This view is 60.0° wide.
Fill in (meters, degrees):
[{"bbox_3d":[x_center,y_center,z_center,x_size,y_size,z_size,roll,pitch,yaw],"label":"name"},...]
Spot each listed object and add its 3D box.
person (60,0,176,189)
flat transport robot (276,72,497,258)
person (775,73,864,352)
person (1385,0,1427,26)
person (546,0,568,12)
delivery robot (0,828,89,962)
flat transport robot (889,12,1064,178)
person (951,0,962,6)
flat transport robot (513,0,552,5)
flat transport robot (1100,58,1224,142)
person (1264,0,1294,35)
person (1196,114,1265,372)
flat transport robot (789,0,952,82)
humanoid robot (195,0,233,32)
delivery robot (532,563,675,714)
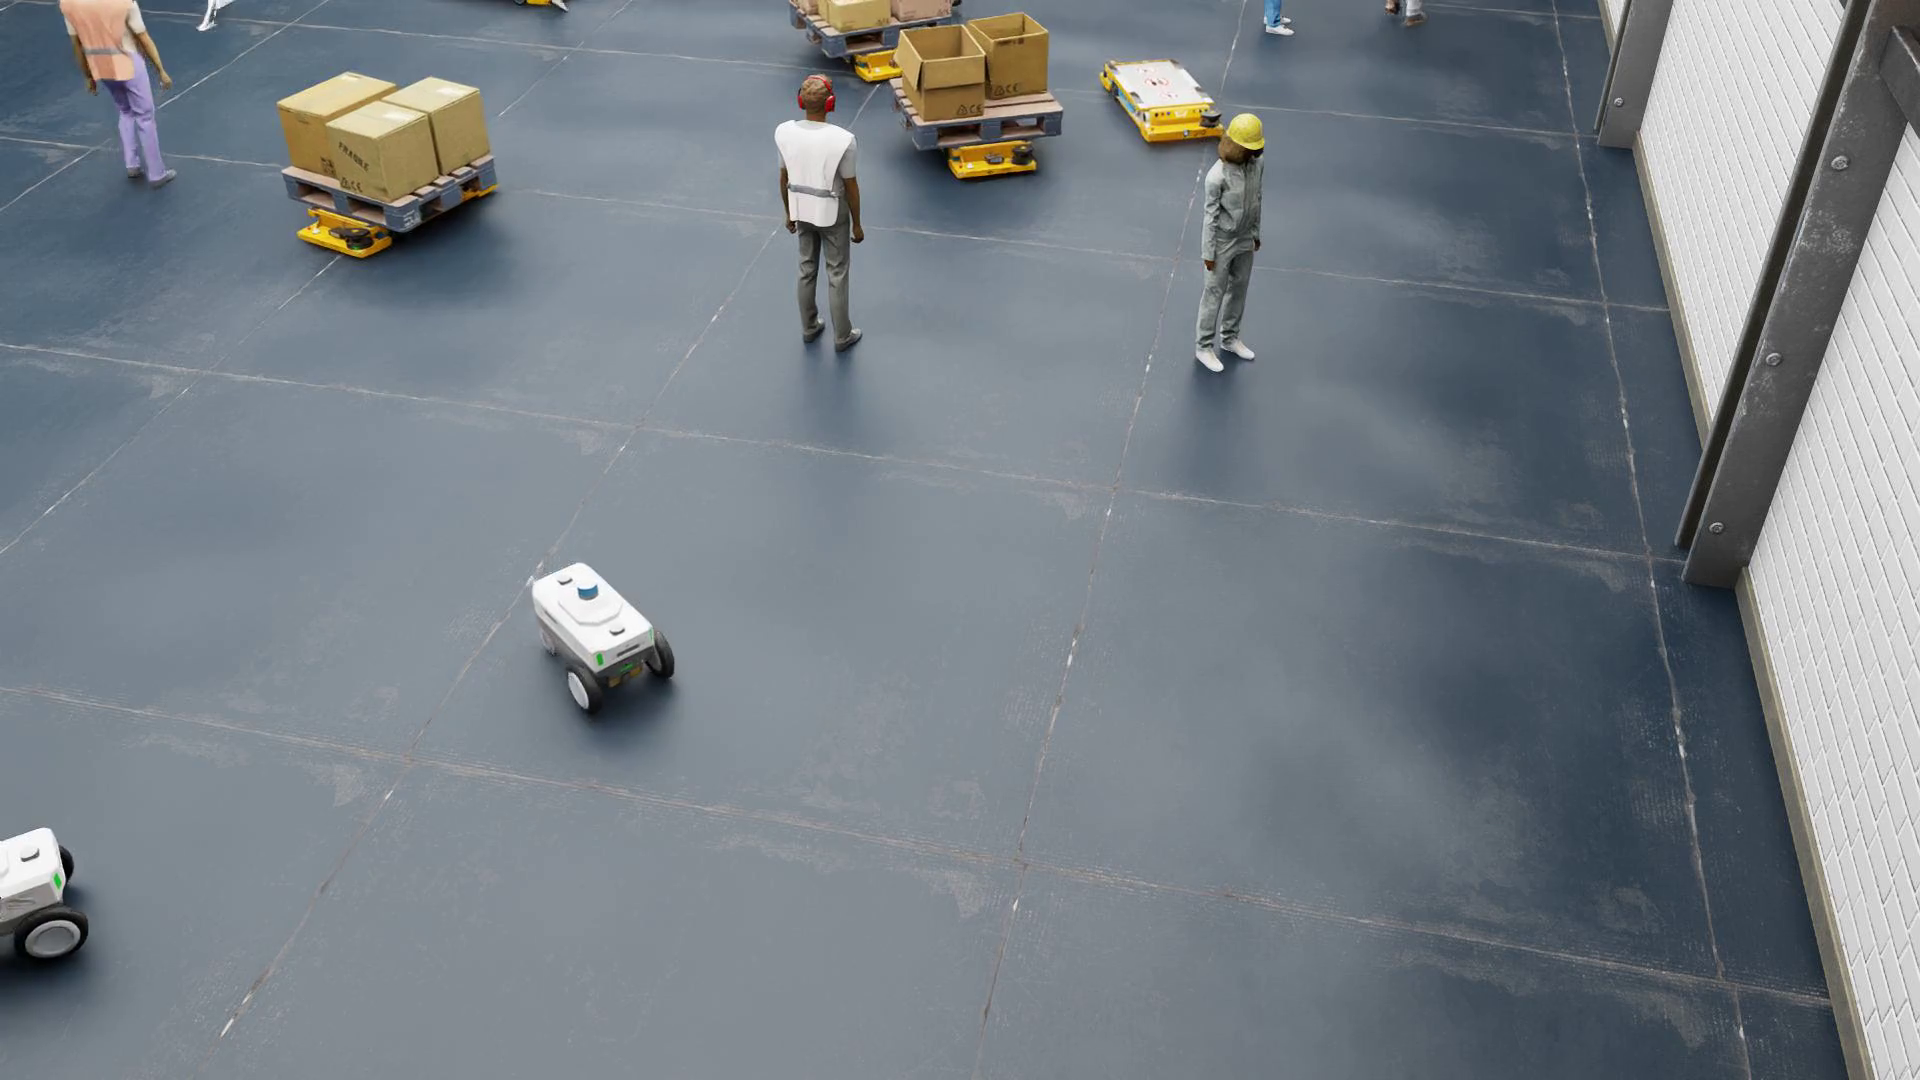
[{"bbox_3d":[-6.372,-3.559,12.674,0.581,1.830,0.463,3,37,4],"label":"person"},{"bbox_3d":[-4.267,-2.563,12.648,0.659,0.231,1.431,19,41,24],"label":"flat transport robot"},{"bbox_3d":[-0.896,-2.069,10.681,0.560,1.836,0.392,15,39,19],"label":"person"},{"bbox_3d":[4.373,-5.773,15.608,0.411,1.864,0.590,-26,44,-31],"label":"person"},{"bbox_3d":[-3.977,-5.948,16.047,0.533,1.616,0.532,11,38,14],"label":"person"},{"bbox_3d":[-4.095,1.507,6.965,0.767,0.596,0.524,-20,41,-25],"label":"delivery robot"},{"bbox_3d":[0.108,-3.376,13.736,0.659,0.231,1.431,-9,38,-12],"label":"flat transport robot"},{"bbox_3d":[-0.238,-5.989,16.057,0.551,1.673,0.691,-13,39,-17],"label":"person"},{"bbox_3d":[-4.583,-5.640,16.766,1.431,0.231,0.659,10,38,14],"label":"flat transport robot"},{"bbox_3d":[1.719,-3.807,14.312,0.659,0.231,1.431,-8,37,-10],"label":"flat transport robot"},{"bbox_3d":[3.021,-5.624,15.525,0.365,1.730,0.487,3,37,5],"label":"person"},{"bbox_3d":[1.725,-1.877,10.510,0.488,1.728,0.321,-28,45,-32],"label":"person"},{"bbox_3d":[-0.823,-4.593,15.364,0.659,0.231,1.431,-16,40,-20],"label":"flat transport robot"},{"bbox_3d":[-7.201,-5.774,15.722,0.542,1.765,0.919,15,39,19],"label":"humanoid robot"},{"bbox_3d":[-1.839,0.447,8.375,0.499,0.587,0.788,-27,44,-31],"label":"delivery robot"}]
